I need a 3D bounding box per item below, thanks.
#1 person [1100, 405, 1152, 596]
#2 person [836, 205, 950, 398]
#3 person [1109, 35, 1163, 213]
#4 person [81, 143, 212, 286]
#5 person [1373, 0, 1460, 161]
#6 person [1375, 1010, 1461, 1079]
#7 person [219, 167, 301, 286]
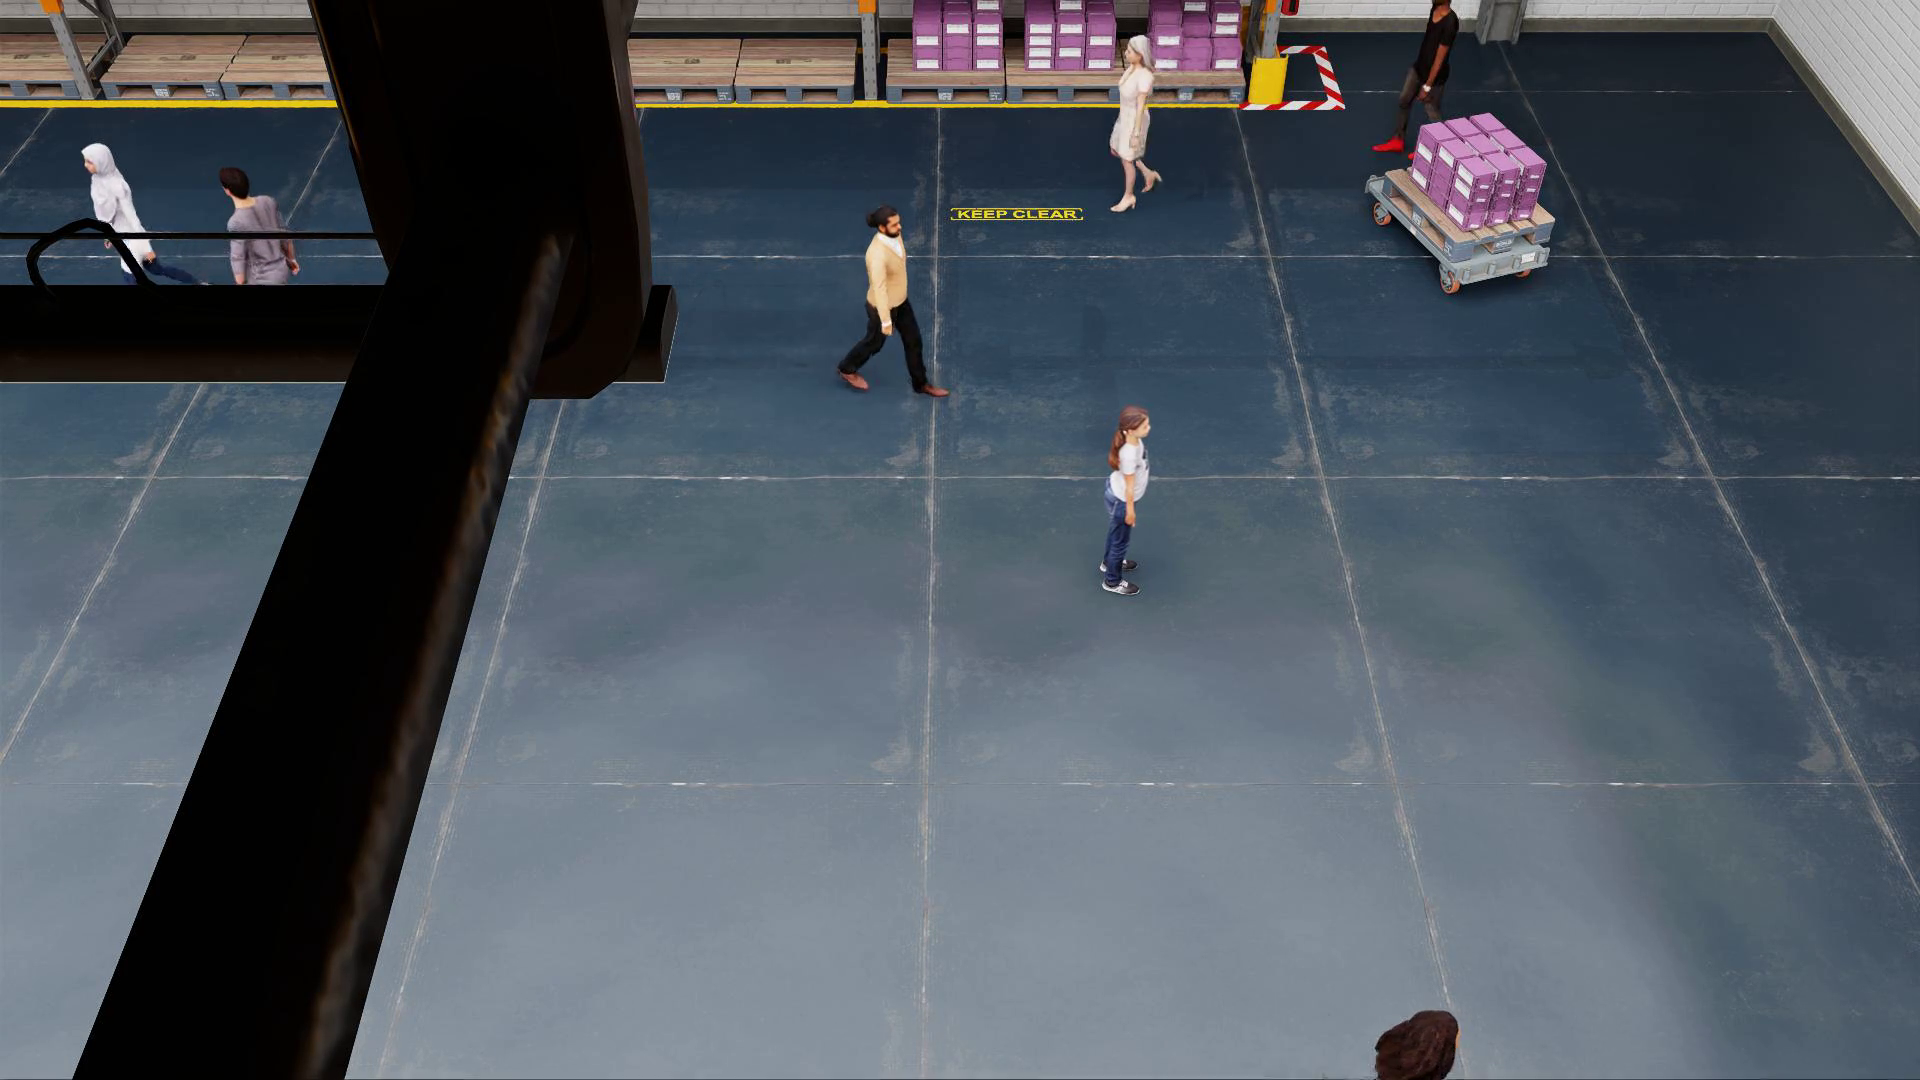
[{"bbox_3d":[1.138,-0.305,11.454,0.529,1.562,0.547,3,44,3],"label":"person"},{"bbox_3d":[-0.635,-1.836,12.946,1.263,1.721,0.944,14,45,14],"label":"person"},{"bbox_3d":[1.640,-3.715,14.915,0.797,1.725,0.685,-9,44,-9],"label":"person"},{"bbox_3d":[-6.689,-2.479,13.603,1.184,1.744,1.056,-28,50,-27],"label":"person"},{"bbox_3d":[4.499,-4.377,15.565,0.892,1.787,0.765,-10,44,-10],"label":"person"},{"bbox_3d":[2.053,2.853,8.131,1.018,1.572,0.659,1,44,2],"label":"person"},{"bbox_3d":[-5.389,-2.087,13.124,0.755,1.838,0.759,11,45,11],"label":"person"}]
